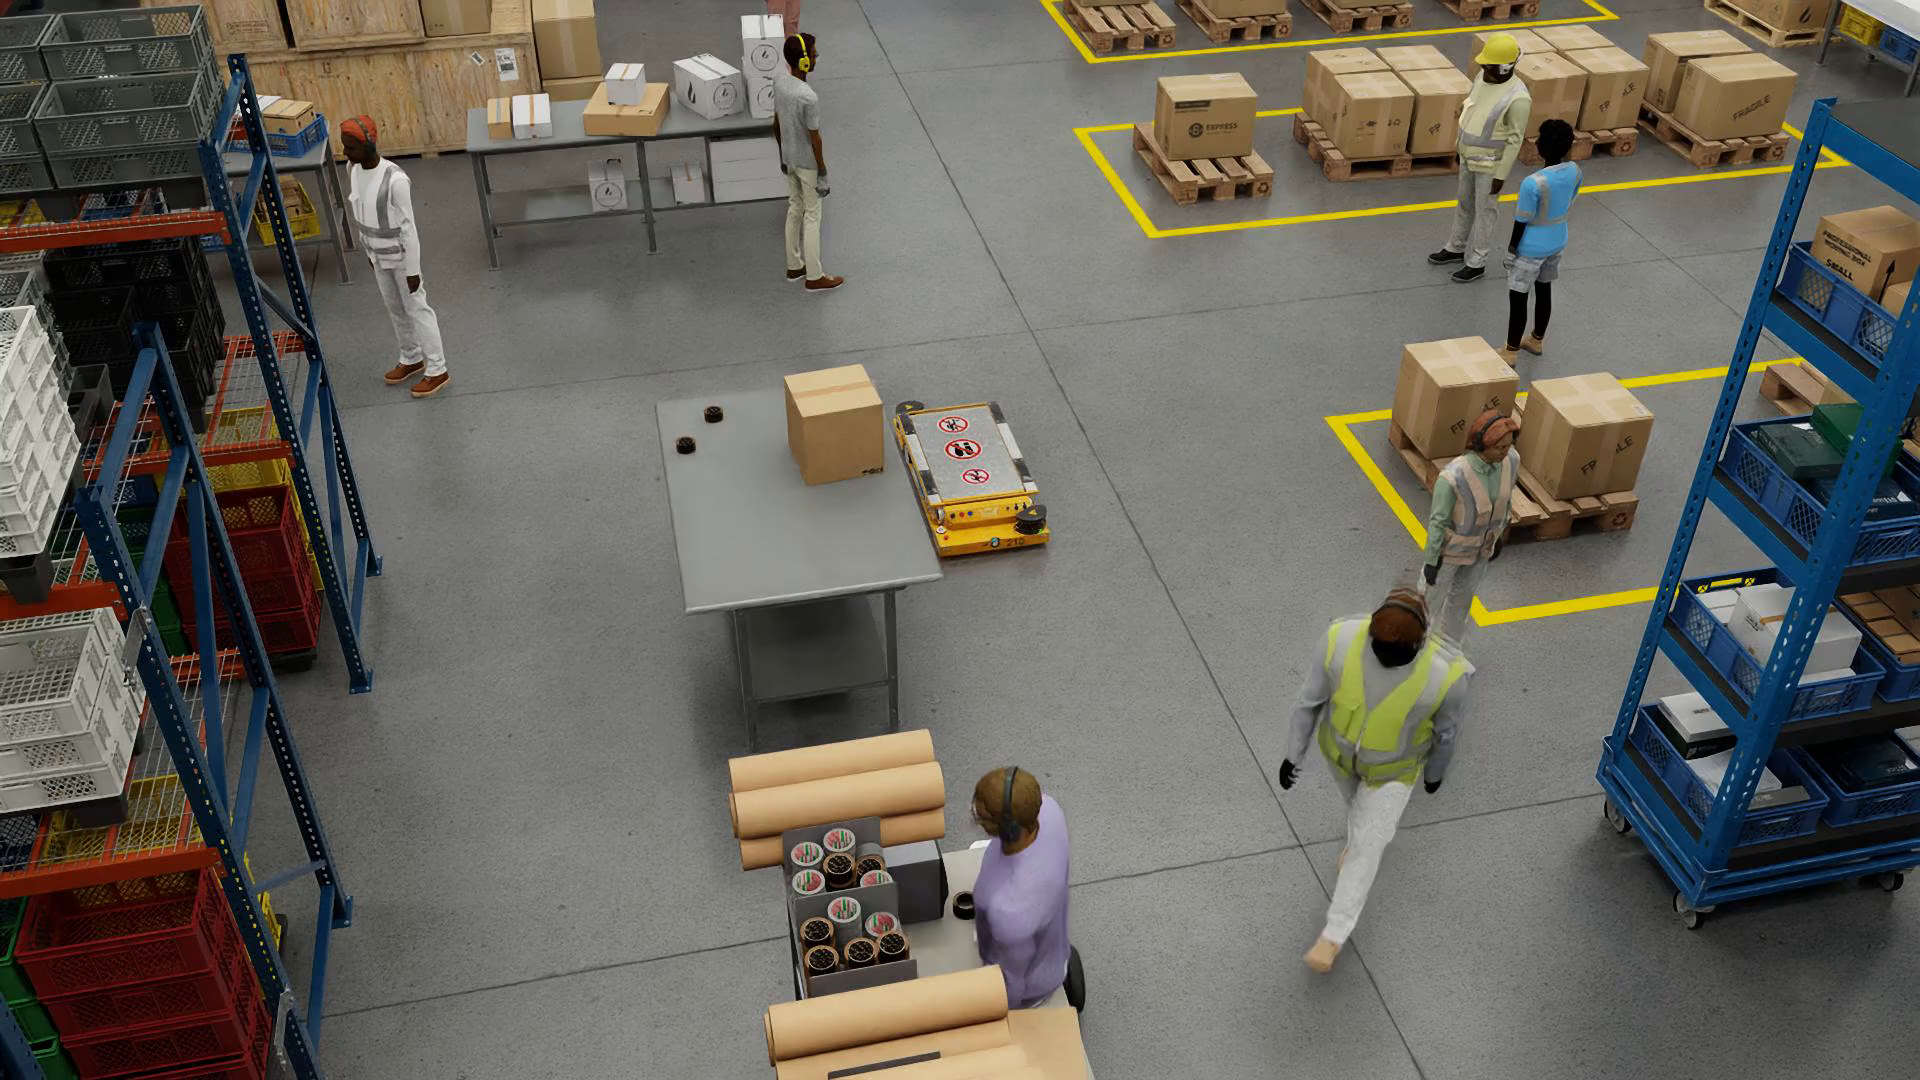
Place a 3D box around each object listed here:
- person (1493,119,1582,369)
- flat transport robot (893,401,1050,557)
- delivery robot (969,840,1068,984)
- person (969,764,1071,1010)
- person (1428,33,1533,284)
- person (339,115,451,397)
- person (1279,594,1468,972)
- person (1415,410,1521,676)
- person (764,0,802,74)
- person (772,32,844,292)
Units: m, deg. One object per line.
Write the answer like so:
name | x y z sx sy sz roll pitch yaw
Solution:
person | 3.803 -1.949 10.971 0.534 1.691 0.322 -24 43 -28
flat transport robot | 0.046 -0.430 10.108 0.652 0.197 1.431 -8 37 -10
delivery robot | 0.233 1.591 7.081 0.477 0.478 0.707 -5 37 -6
person | 0.211 1.551 6.070 0.371 1.932 0.631 8 37 11
person | 3.739 -2.737 11.918 0.403 1.823 0.586 -11 38 -14
person | -3.635 -1.812 10.632 0.564 1.880 0.359 26 44 30
person | 1.699 0.942 7.003 0.634 1.784 0.985 23 42 27
person | 2.514 0.049 8.334 0.520 1.632 0.315 -19 40 -23
person | -1.563 -4.644 14.423 0.398 1.899 0.649 1 37 1
person | -1.099 -2.671 11.793 0.313 1.867 0.538 -26 44 -31
